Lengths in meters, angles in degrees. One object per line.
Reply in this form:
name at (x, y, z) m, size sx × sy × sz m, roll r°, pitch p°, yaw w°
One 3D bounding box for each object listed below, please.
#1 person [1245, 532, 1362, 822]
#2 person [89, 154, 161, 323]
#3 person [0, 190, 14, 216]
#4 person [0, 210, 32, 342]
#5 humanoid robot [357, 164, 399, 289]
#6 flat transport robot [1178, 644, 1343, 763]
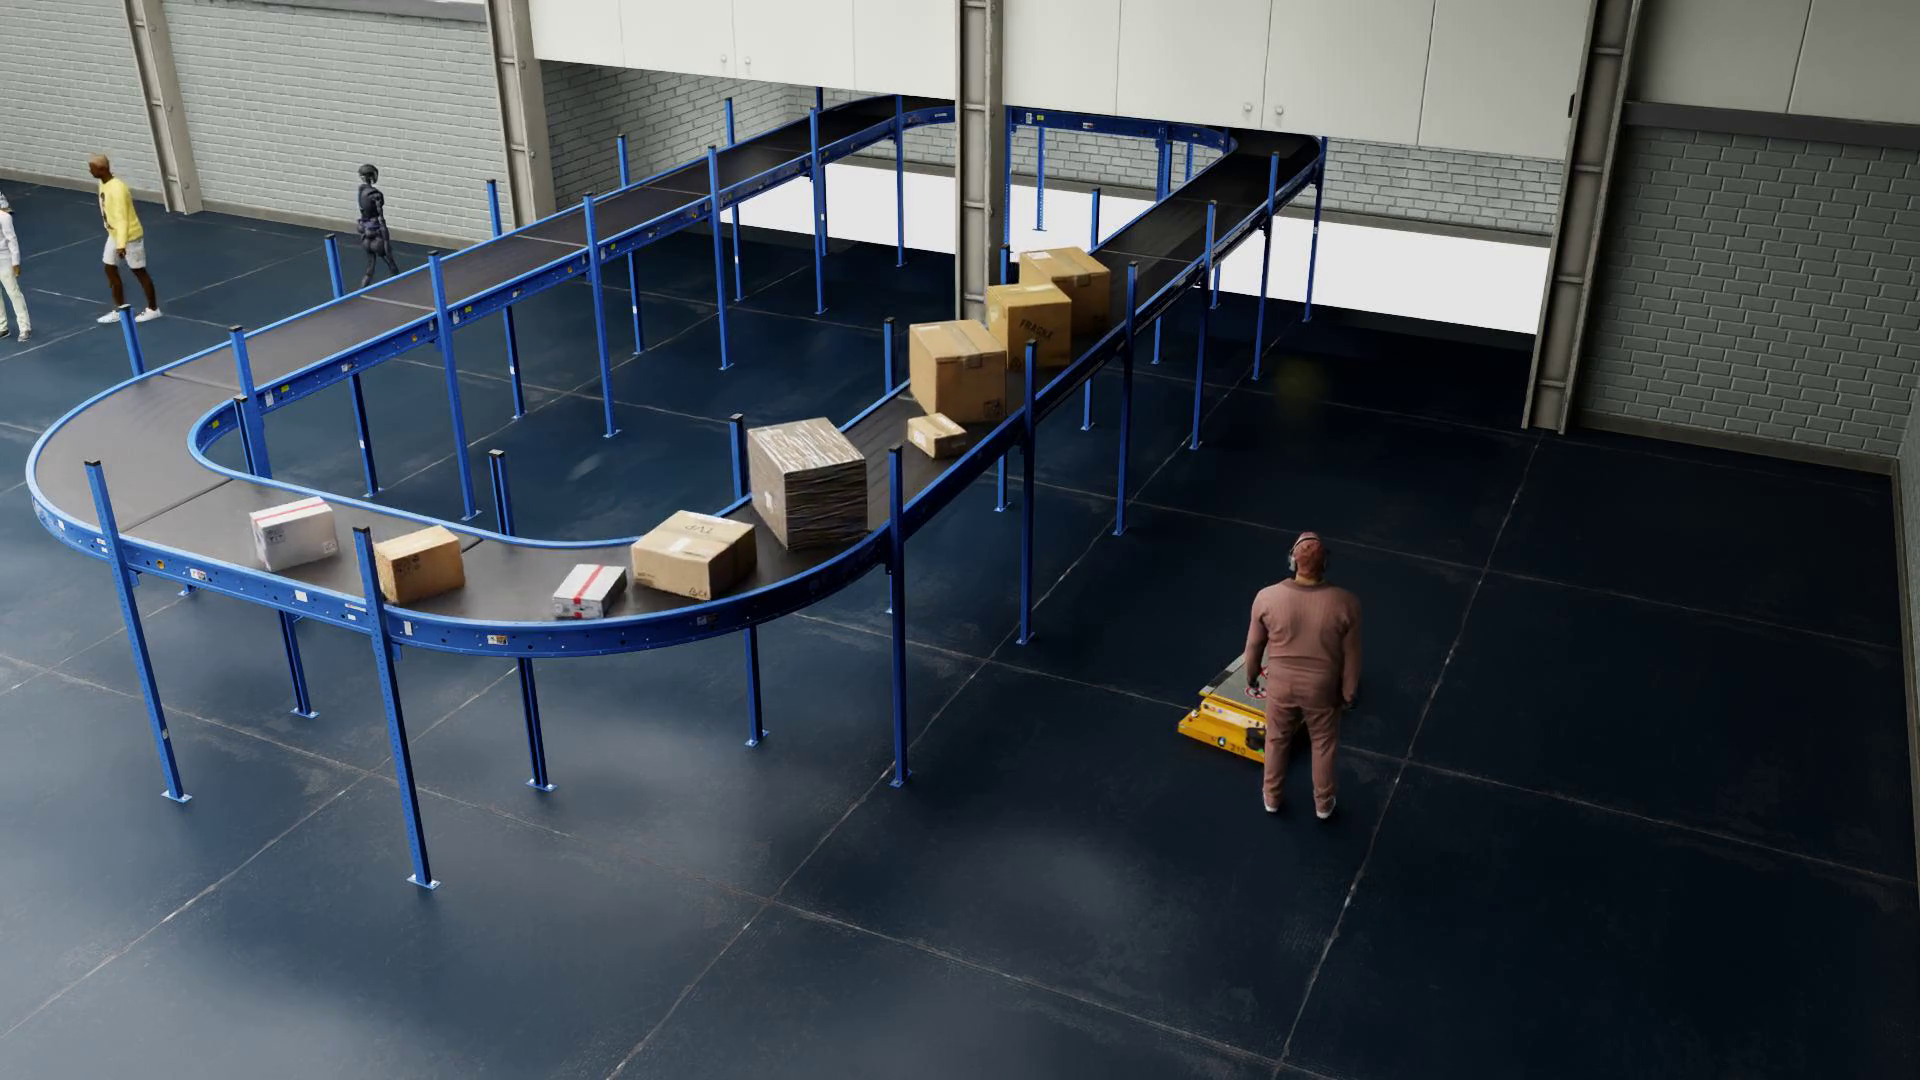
person at (2.042, 0.838, 9.960) m, size 0.680 × 1.898 × 0.419 m, roll 7°, pitch 27°, yaw 14°
person at (-9.313, -3.276, 18.261) m, size 0.568 × 1.875 × 0.741 m, roll 20°, pitch 33°, yaw 35°
person at (-13.152, -5.175, 22.087) m, size 0.868 × 1.878 × 0.713 m, roll 11°, pitch 28°, yaw 20°
person at (-10.351, -2.976, 17.811) m, size 0.560 × 1.743 × 0.334 m, roll 1°, pitch 26°, yaw 2°
humanoid robot at (-6.674, -3.480, 18.972) m, size 0.744 × 1.638 × 0.624 m, roll -21°, pitch 33°, yaw -36°
flat transport robot at (2.131, 1.041, 11.379) m, size 0.659 × 0.231 × 1.431 m, roll 18°, pitch 32°, yaw 32°
